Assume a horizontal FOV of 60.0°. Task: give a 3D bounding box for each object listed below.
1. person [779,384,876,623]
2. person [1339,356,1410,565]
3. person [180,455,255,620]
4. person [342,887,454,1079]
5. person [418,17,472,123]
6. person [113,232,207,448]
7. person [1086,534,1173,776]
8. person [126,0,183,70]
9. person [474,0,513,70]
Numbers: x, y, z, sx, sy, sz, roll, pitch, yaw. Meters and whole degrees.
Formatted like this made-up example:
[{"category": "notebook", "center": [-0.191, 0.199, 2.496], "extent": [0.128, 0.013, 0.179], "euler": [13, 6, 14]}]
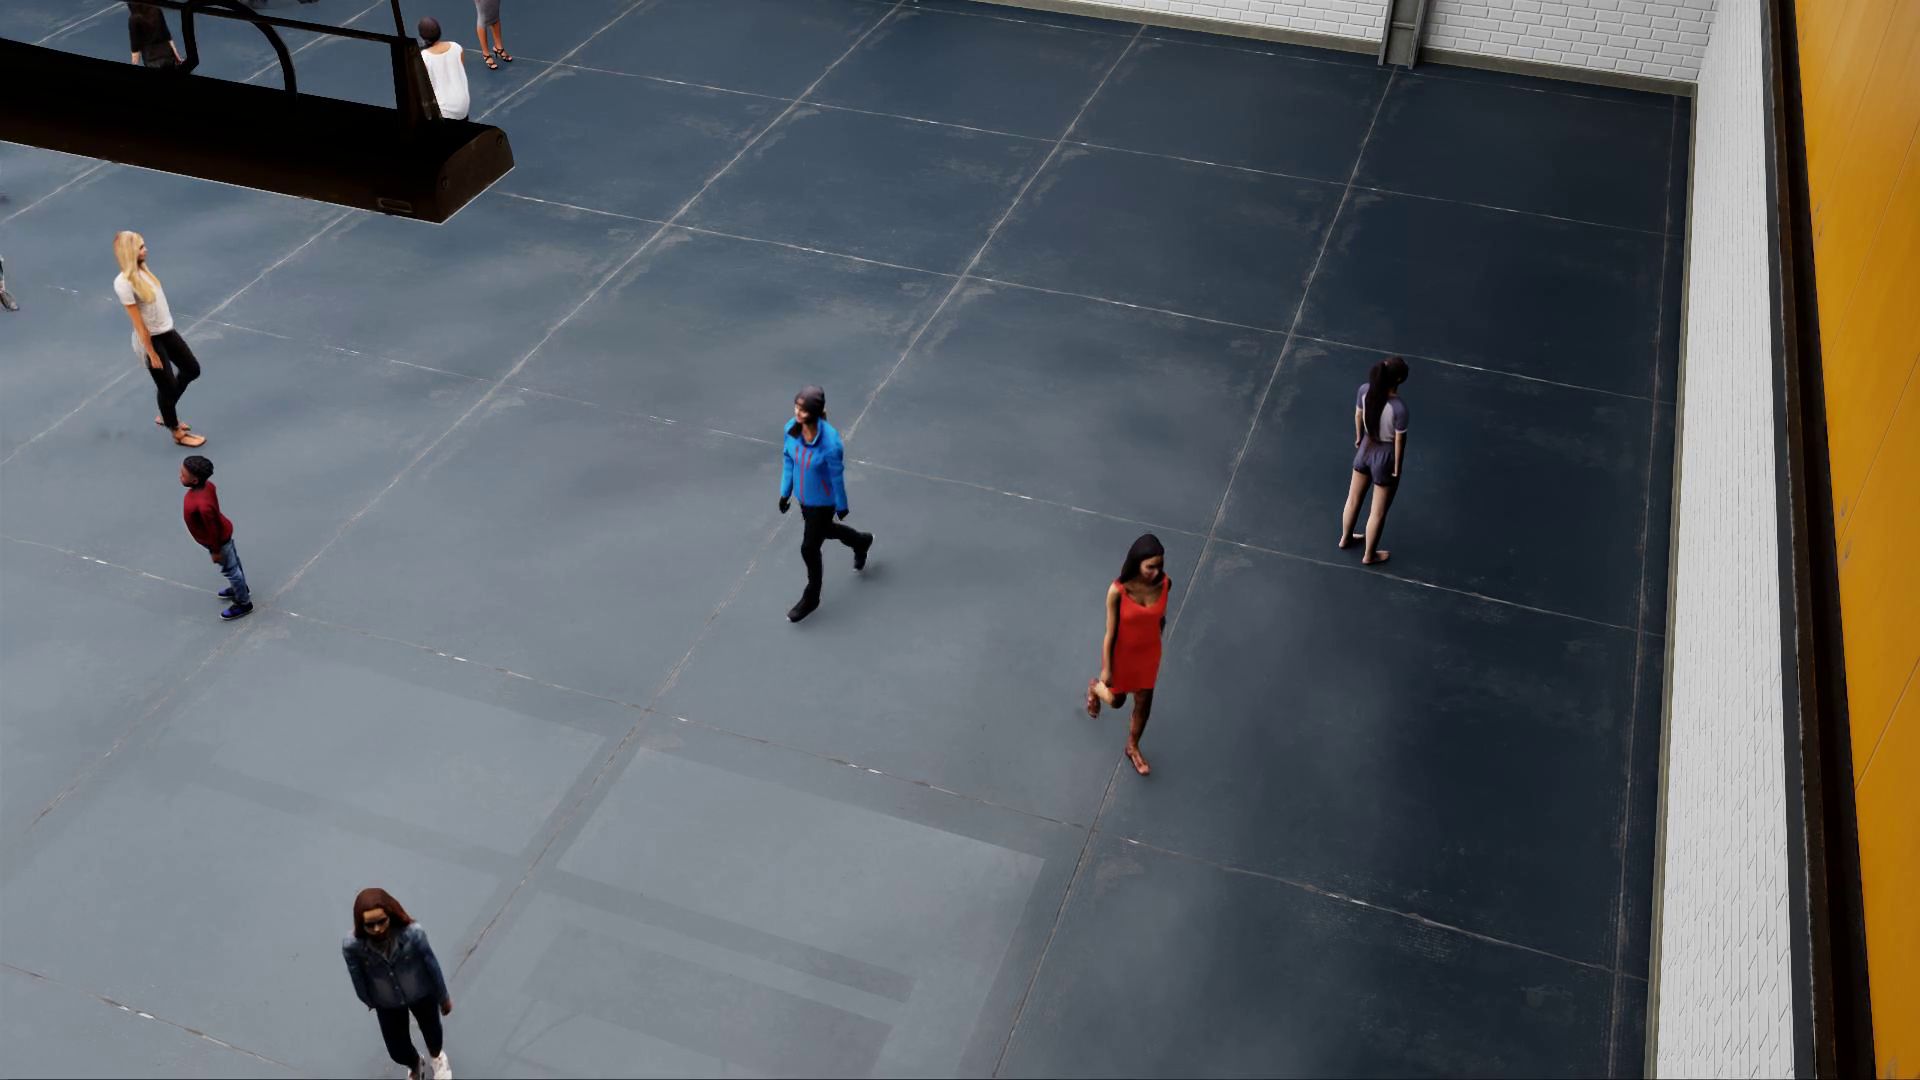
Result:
[{"category": "person", "center": [-0.889, -0.309, 11.103], "extent": [0.996, 1.770, 1.122], "euler": [-32, 48, -33]}, {"category": "person", "center": [2.887, -0.559, 11.511], "extent": [0.735, 1.651, 0.640], "euler": [-24, 44, -27]}, {"category": "person", "center": [-4.999, -0.046, 11.186], "extent": [0.640, 1.256, 0.587], "euler": [-14, 41, -17]}, {"category": "person", "center": [-2.750, 2.181, 8.230], "extent": [0.659, 1.464, 0.730], "euler": [-14, 41, -17]}, {"category": "person", "center": [-4.982, -4.241, 16.093], "extent": [0.725, 1.688, 0.734], "euler": [28, 46, 31]}, {"category": "person", "center": [-6.165, -1.485, 12.542], "extent": [0.806, 1.812, 0.769], "euler": [-3, 39, -4]}, {"category": "person", "center": [0.998, 0.632, 9.979], "extent": [0.935, 1.702, 0.971], "euler": [-14, 41, -17]}, {"category": "person", "center": [-8.085, -4.852, 16.902], "extent": [0.851, 1.632, 0.674], "euler": [19, 42, 22]}, {"category": "person", "center": [-5.264, -6.131, 18.384], "extent": [0.578, 1.781, 0.622], "euler": [21, 43, 24]}]
